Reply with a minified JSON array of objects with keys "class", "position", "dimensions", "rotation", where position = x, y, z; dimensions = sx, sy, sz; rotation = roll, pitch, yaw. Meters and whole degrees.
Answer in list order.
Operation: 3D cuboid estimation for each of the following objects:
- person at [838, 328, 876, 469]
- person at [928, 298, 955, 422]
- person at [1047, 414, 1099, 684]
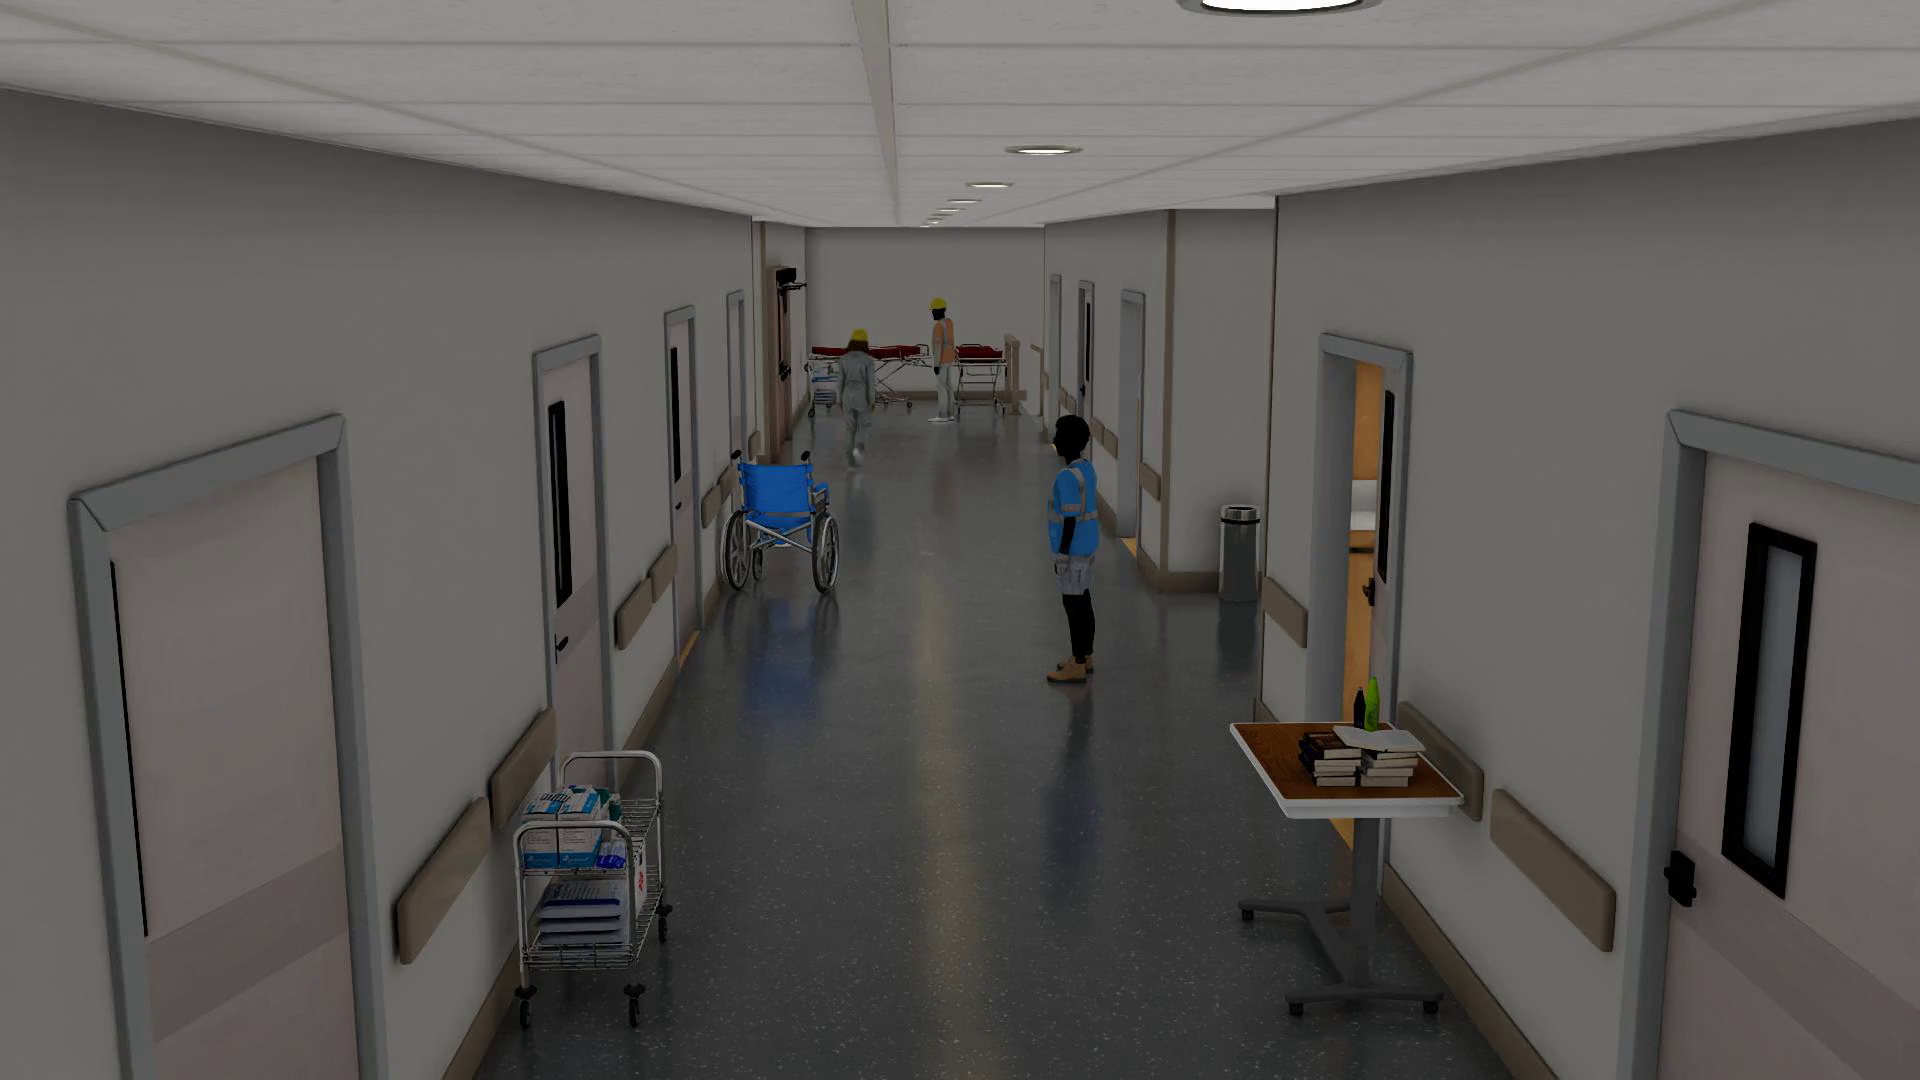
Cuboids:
[{"class":"person","position":[-1.263,-1.710,20.265],"dimensions":[0.504,1.725,0.473],"rotation":[3,11,17]},{"class":"person","position":[-0.292,-2.774,25.664],"dimensions":[0.393,1.918,0.585],"rotation":[4,11,19]},{"class":"person","position":[0.710,0.056,10.506],"dimensions":[0.317,1.695,0.540],"rotation":[3,11,17]}]
